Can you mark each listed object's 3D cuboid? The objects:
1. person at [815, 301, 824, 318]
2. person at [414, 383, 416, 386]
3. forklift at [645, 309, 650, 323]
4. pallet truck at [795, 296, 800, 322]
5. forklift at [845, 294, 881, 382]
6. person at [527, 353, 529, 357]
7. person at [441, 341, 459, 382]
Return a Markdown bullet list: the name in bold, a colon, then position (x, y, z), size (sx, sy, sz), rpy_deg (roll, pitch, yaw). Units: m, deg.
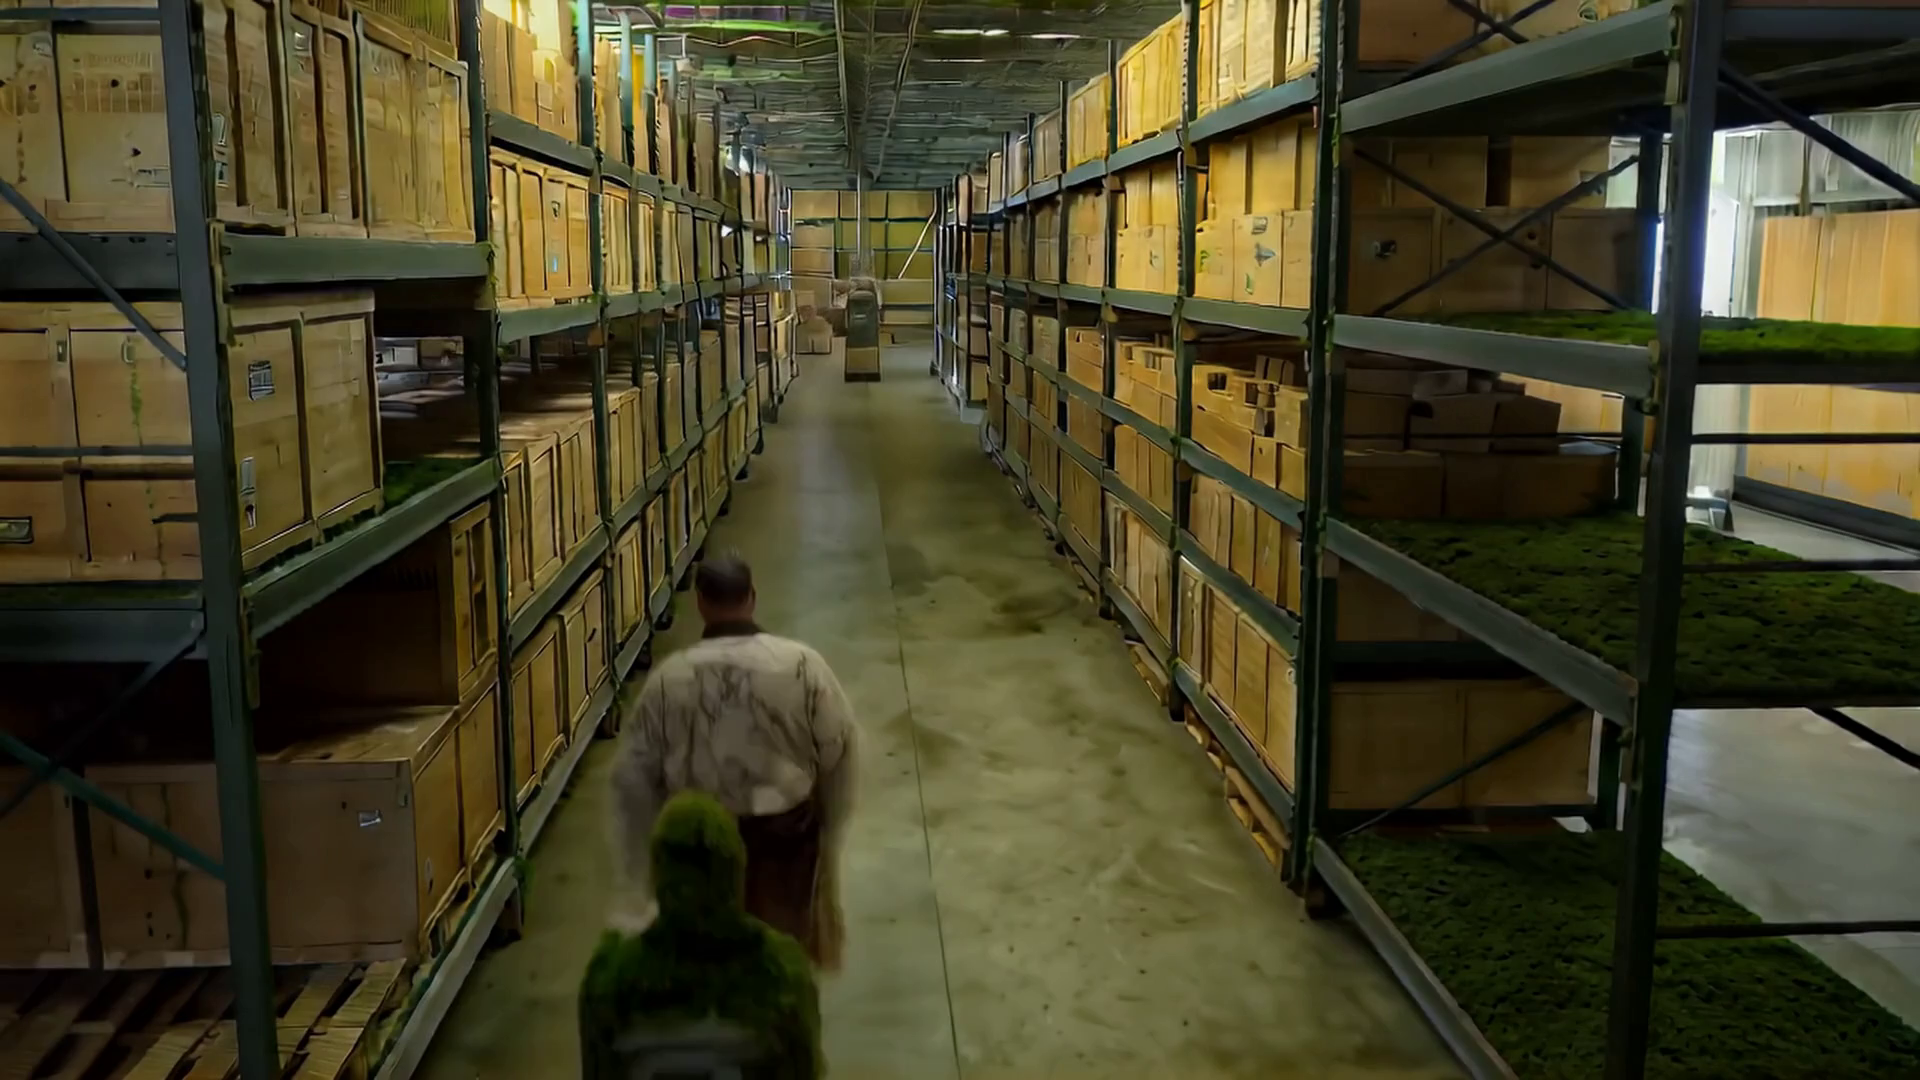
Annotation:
- **person**: position (-6.871, -10.881, 82.359), size (0.794, 1.916, 0.639), rpy_deg (4, 10, 23)
- **person**: position (-11.288, -2.726, 33.876), size (0.691, 1.827, 0.564), rpy_deg (0, 10, -1)
- **forklift**: position (-9.302, -5.941, 49.953), size (1.873, 2.768, 1.129), rpy_deg (-4, 10, -25)
- **pallet truck**: position (-8.622, -12.439, 91.403), size (1.885, 1.965, 0.823), rpy_deg (2, 10, 13)
- **forklift**: position (-3.127, -6.499, 53.289), size (1.129, 2.768, 1.873), rpy_deg (-1, 10, -4)
- **person**: position (-9.594, -3.331, 37.480), size (0.622, 1.840, 0.430), rpy_deg (-4, 10, -23)
- **person**: position (-11.695, -3.578, 38.423), size (0.722, 2.019, 0.626), rpy_deg (0, 10, -3)
